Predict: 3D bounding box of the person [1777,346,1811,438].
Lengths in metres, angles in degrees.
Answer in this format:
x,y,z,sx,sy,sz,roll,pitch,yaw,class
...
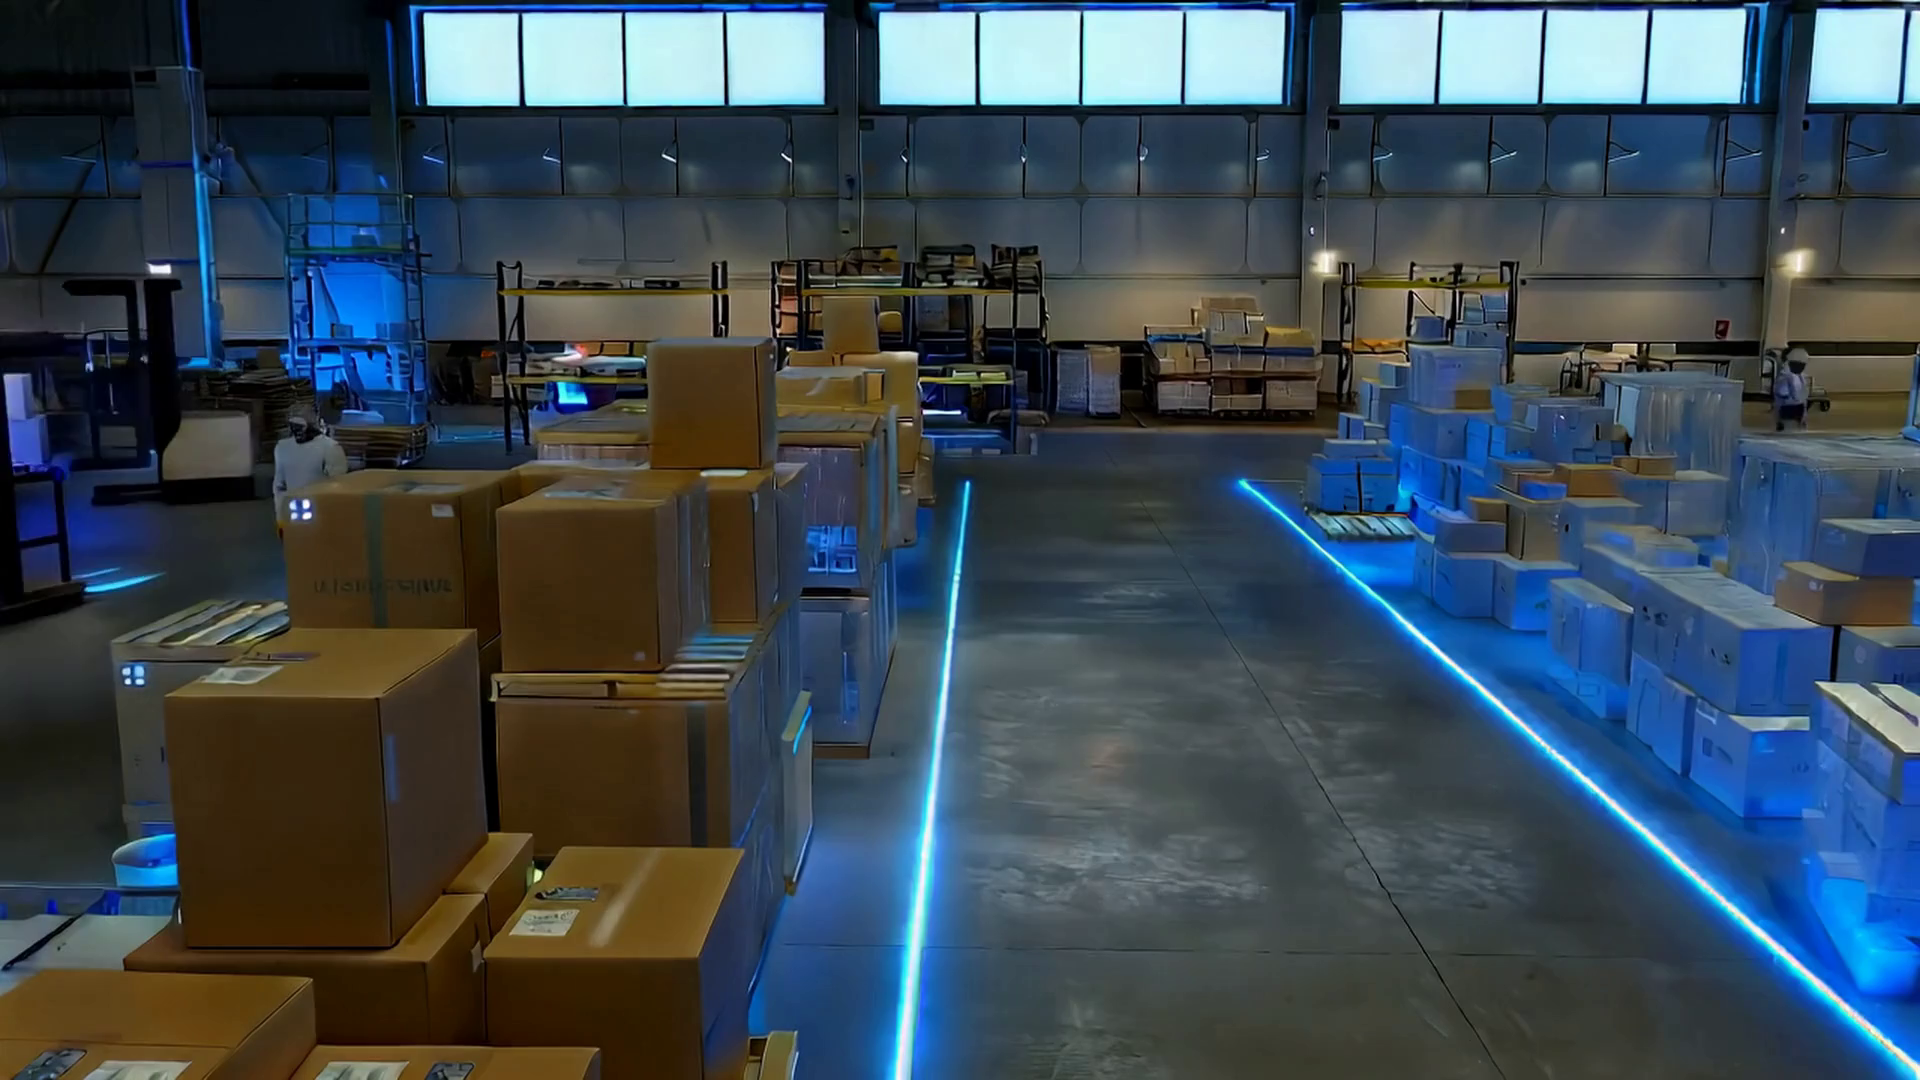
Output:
x,y,z,sx,sy,sz,roll,pitch,yaw,class
11.243,-1.676,22.555,0.559,1.914,0.543,-6,11,-32,person

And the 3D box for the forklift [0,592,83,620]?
x,y,z,sx,sy,sz,roll,pitch,yaw,class
-8.524,-0.672,13.658,1.129,2.768,1.873,4,10,20,forklift

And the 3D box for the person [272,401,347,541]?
x,y,z,sx,sy,sz,roll,pitch,yaw,class
-5.210,-0.148,13.336,0.632,1.940,0.372,2,10,12,person

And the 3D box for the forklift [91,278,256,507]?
x,y,z,sx,sy,sz,roll,pitch,yaw,class
-10.067,-1.916,21.114,1.873,2.768,1.129,-4,10,-25,forklift
